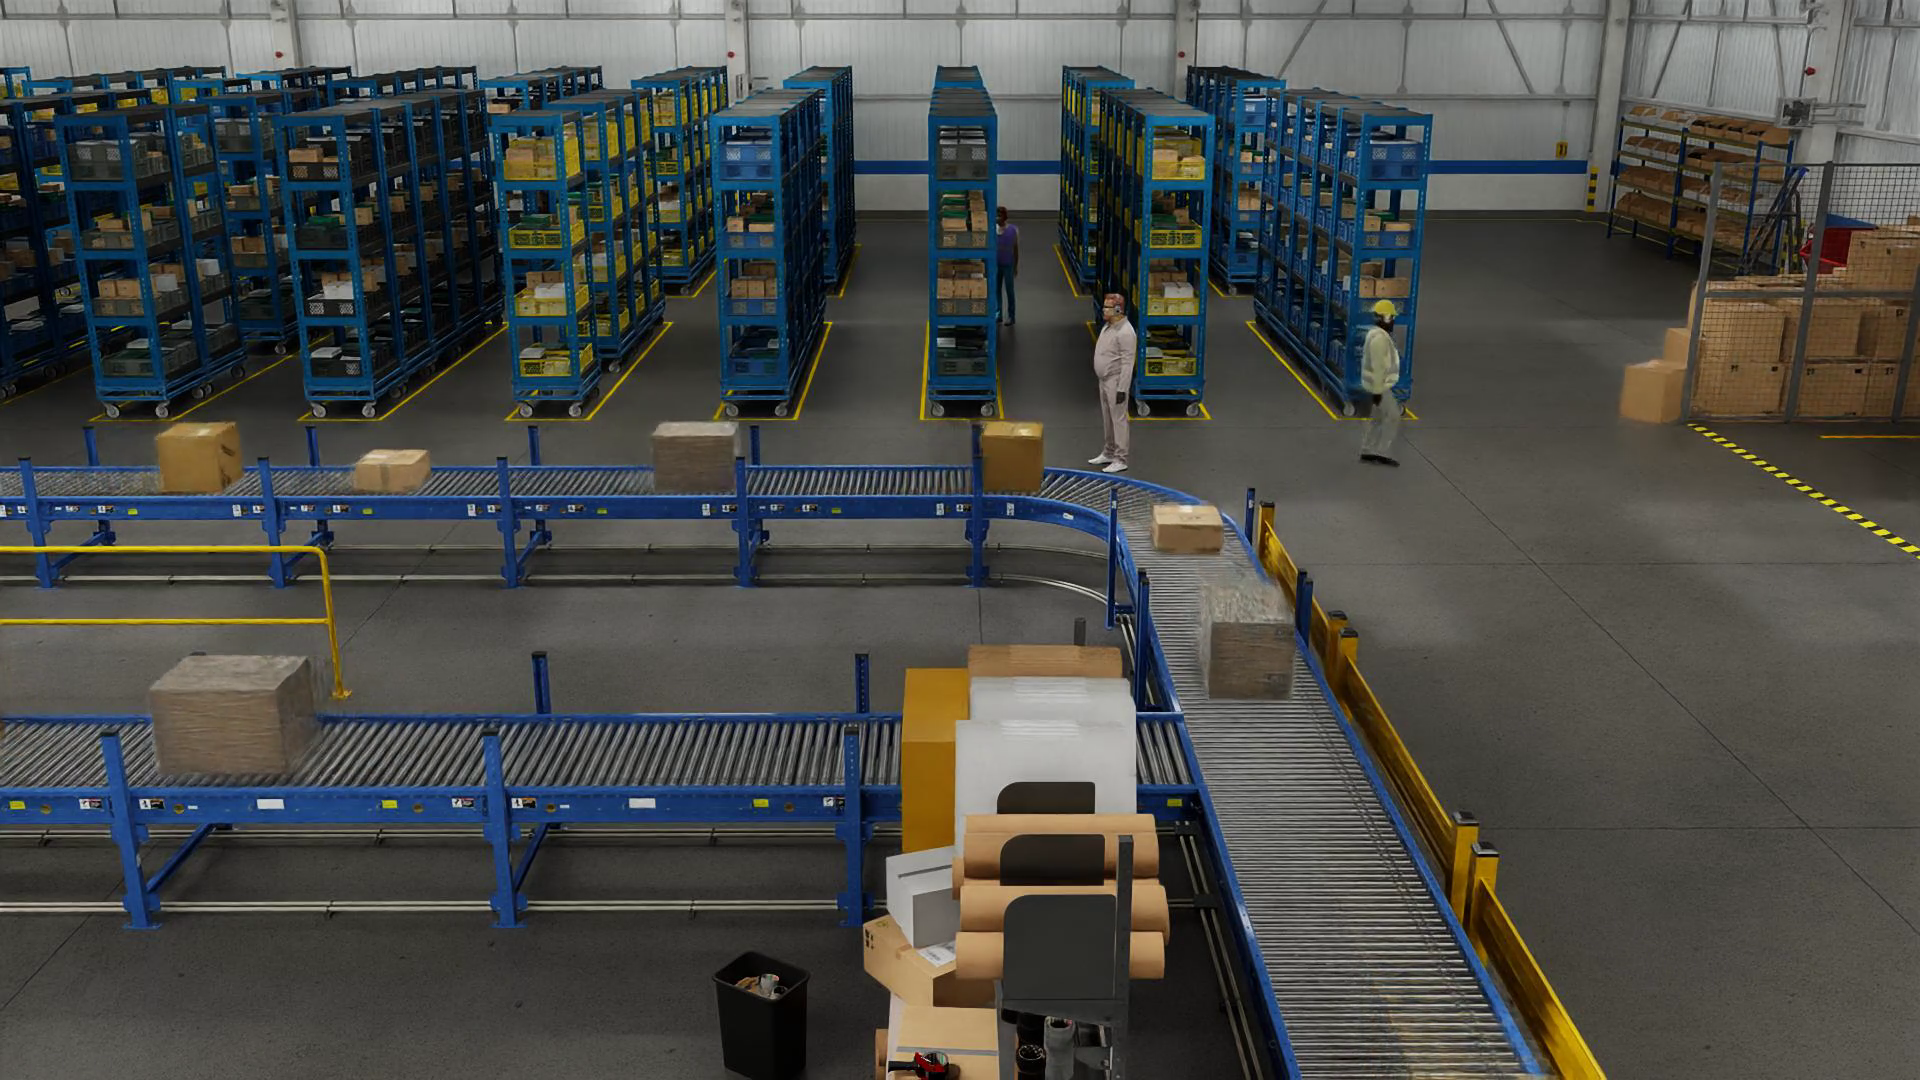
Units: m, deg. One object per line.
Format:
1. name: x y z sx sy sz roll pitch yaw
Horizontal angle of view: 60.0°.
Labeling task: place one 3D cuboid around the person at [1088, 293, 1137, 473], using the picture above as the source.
1. person: 1.620 -1.676 17.715 0.407 1.910 0.640 -5 19 -15

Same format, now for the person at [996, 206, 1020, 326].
1. person: 0.661 -4.259 25.803 0.571 1.831 0.409 11 21 30

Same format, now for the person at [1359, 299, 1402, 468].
1. person: 4.582 -1.662 17.828 0.572 1.801 0.622 3 18 9
